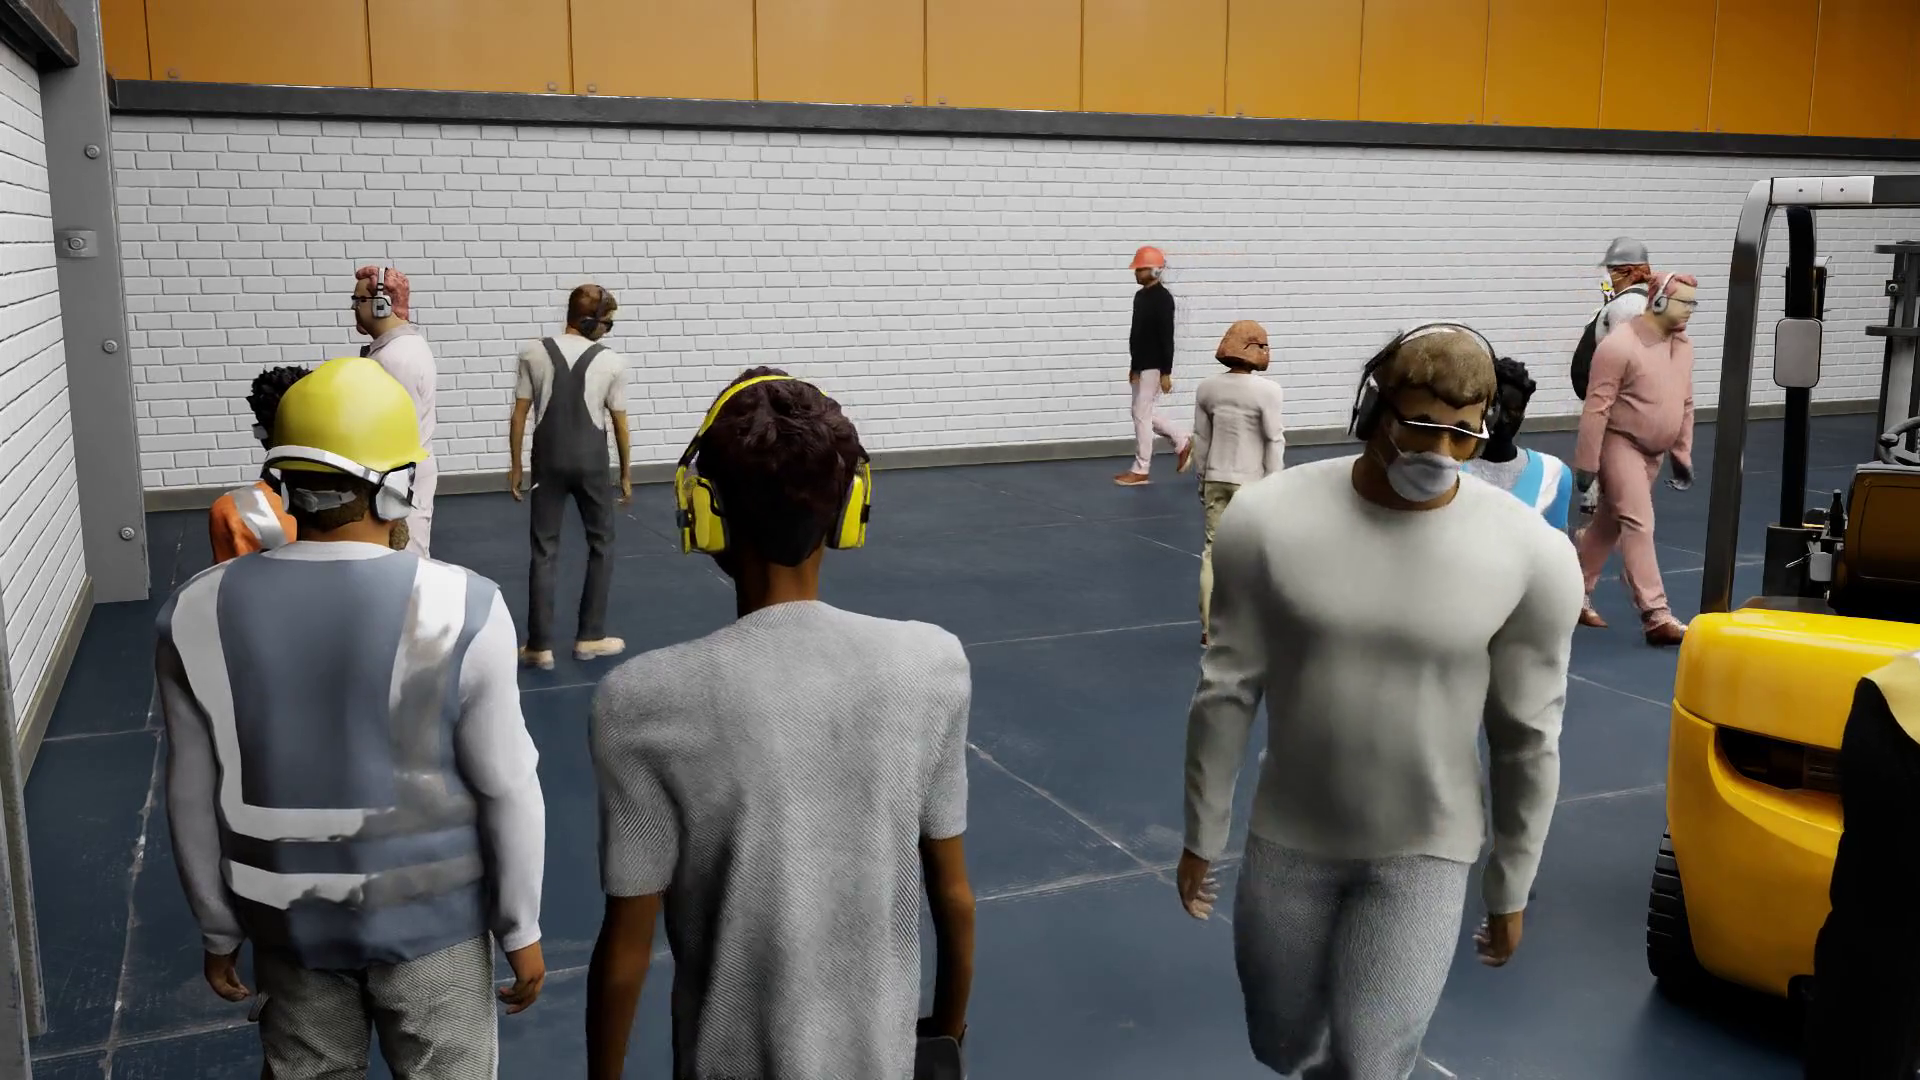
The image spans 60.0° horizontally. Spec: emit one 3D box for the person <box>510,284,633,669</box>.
[{"bbox_3d":[-1.858,-0.297,7.888,0.595,1.806,0.413,-1,10,-8],"label":"person"}]

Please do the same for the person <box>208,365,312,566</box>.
[{"bbox_3d":[-1.749,0.377,4.498,0.320,1.690,0.533,7,13,35],"label":"person"}]

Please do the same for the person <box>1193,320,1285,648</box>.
[{"bbox_3d":[1.364,-0.257,8.143,0.501,1.631,0.287,10,14,43],"label":"person"}]

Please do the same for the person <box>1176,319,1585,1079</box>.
[{"bbox_3d":[0.758,0.538,3.050,0.678,1.898,0.795,4,11,22],"label":"person"}]

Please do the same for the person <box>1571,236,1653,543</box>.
[{"bbox_3d":[4.377,-1.009,11.161,0.538,2.000,0.684,6,12,31],"label":"person"}]

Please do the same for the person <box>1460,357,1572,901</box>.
[{"bbox_3d":[1.628,0.269,5.173,0.539,1.653,0.859,2,10,10],"label":"person"}]

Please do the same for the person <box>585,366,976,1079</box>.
[{"bbox_3d":[-0.232,0.728,2.100,0.616,1.874,0.504,-6,12,-28],"label":"person"}]

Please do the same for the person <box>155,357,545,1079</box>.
[{"bbox_3d":[-0.987,0.613,2.798,0.602,1.830,0.404,0,10,1],"label":"person"}]

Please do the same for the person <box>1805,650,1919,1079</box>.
[{"bbox_3d":[1.334,0.740,2.095,0.620,1.837,0.430,-1,10,-4],"label":"person"}]

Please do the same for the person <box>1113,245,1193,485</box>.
[{"bbox_3d":[1.633,-1.440,13.722,0.718,1.975,0.625,-3,11,-14],"label":"person"}]

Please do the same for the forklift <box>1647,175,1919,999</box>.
[{"bbox_3d":[2.810,0.094,4.662,1.214,2.155,2.313,7,12,34],"label":"forklift"}]

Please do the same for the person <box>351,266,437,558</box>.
[{"bbox_3d":[-2.430,-0.208,7.121,0.409,1.909,0.642,-3,11,-16],"label":"person"}]

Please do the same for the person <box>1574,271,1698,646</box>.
[{"bbox_3d":[3.432,-0.408,8.369,0.651,1.857,0.971,-7,13,-35],"label":"person"}]

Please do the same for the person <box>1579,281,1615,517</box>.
[{"bbox_3d":[4.722,-1.066,12.082,0.403,1.826,0.589,8,13,38],"label":"person"}]
